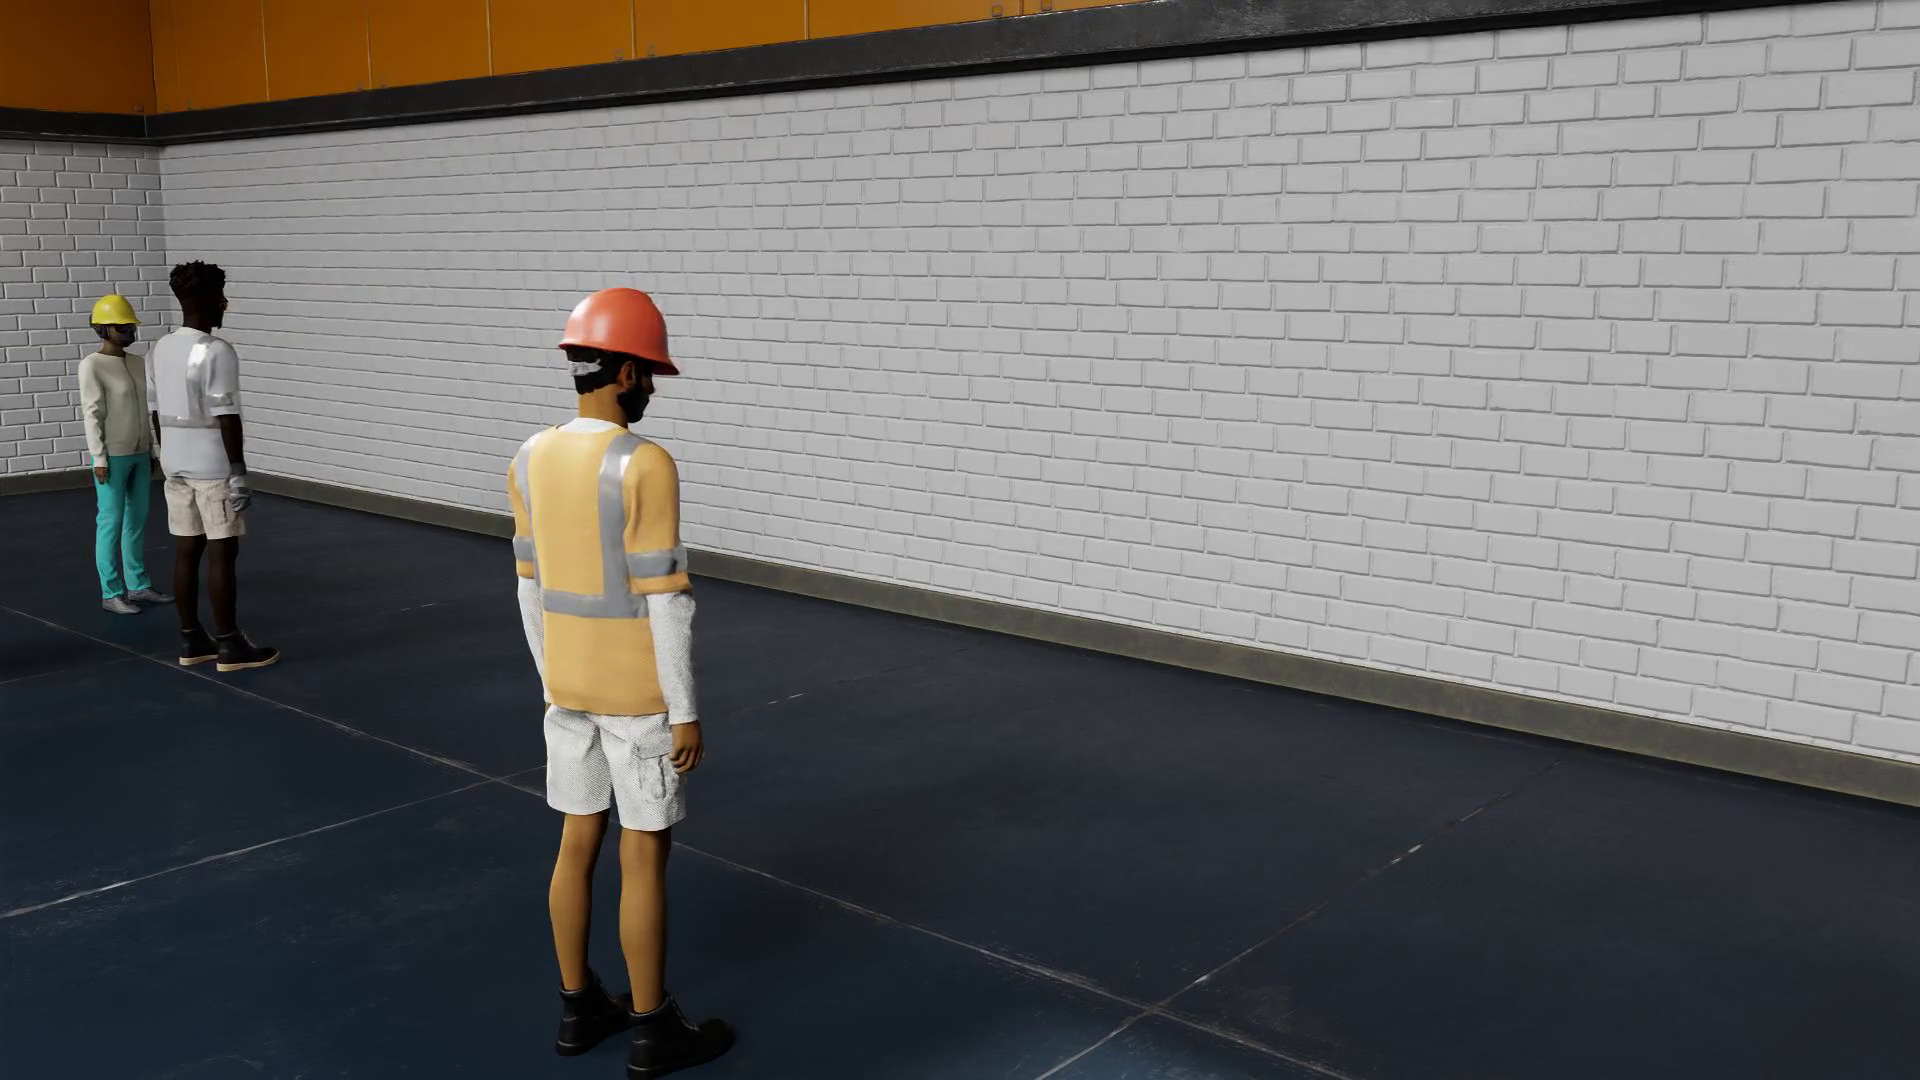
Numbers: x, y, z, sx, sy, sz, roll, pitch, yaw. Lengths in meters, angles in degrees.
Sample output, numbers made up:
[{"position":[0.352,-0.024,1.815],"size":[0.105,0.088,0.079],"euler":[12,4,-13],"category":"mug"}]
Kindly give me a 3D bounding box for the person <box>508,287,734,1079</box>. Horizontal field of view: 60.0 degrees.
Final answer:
[{"position":[-0.831,0.354,4.087],"size":[0.543,1.928,0.373],"euler":[7,12,35],"category":"person"}]

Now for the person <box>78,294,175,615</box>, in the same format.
[{"position":[-4.655,-0.477,9.279],"size":[0.310,1.768,0.533],"euler":[1,10,7],"category":"person"}]

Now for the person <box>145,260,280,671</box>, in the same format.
[{"position":[-3.628,-0.352,7.998],"size":[0.608,1.966,0.371],"euler":[6,12,31],"category":"person"}]
